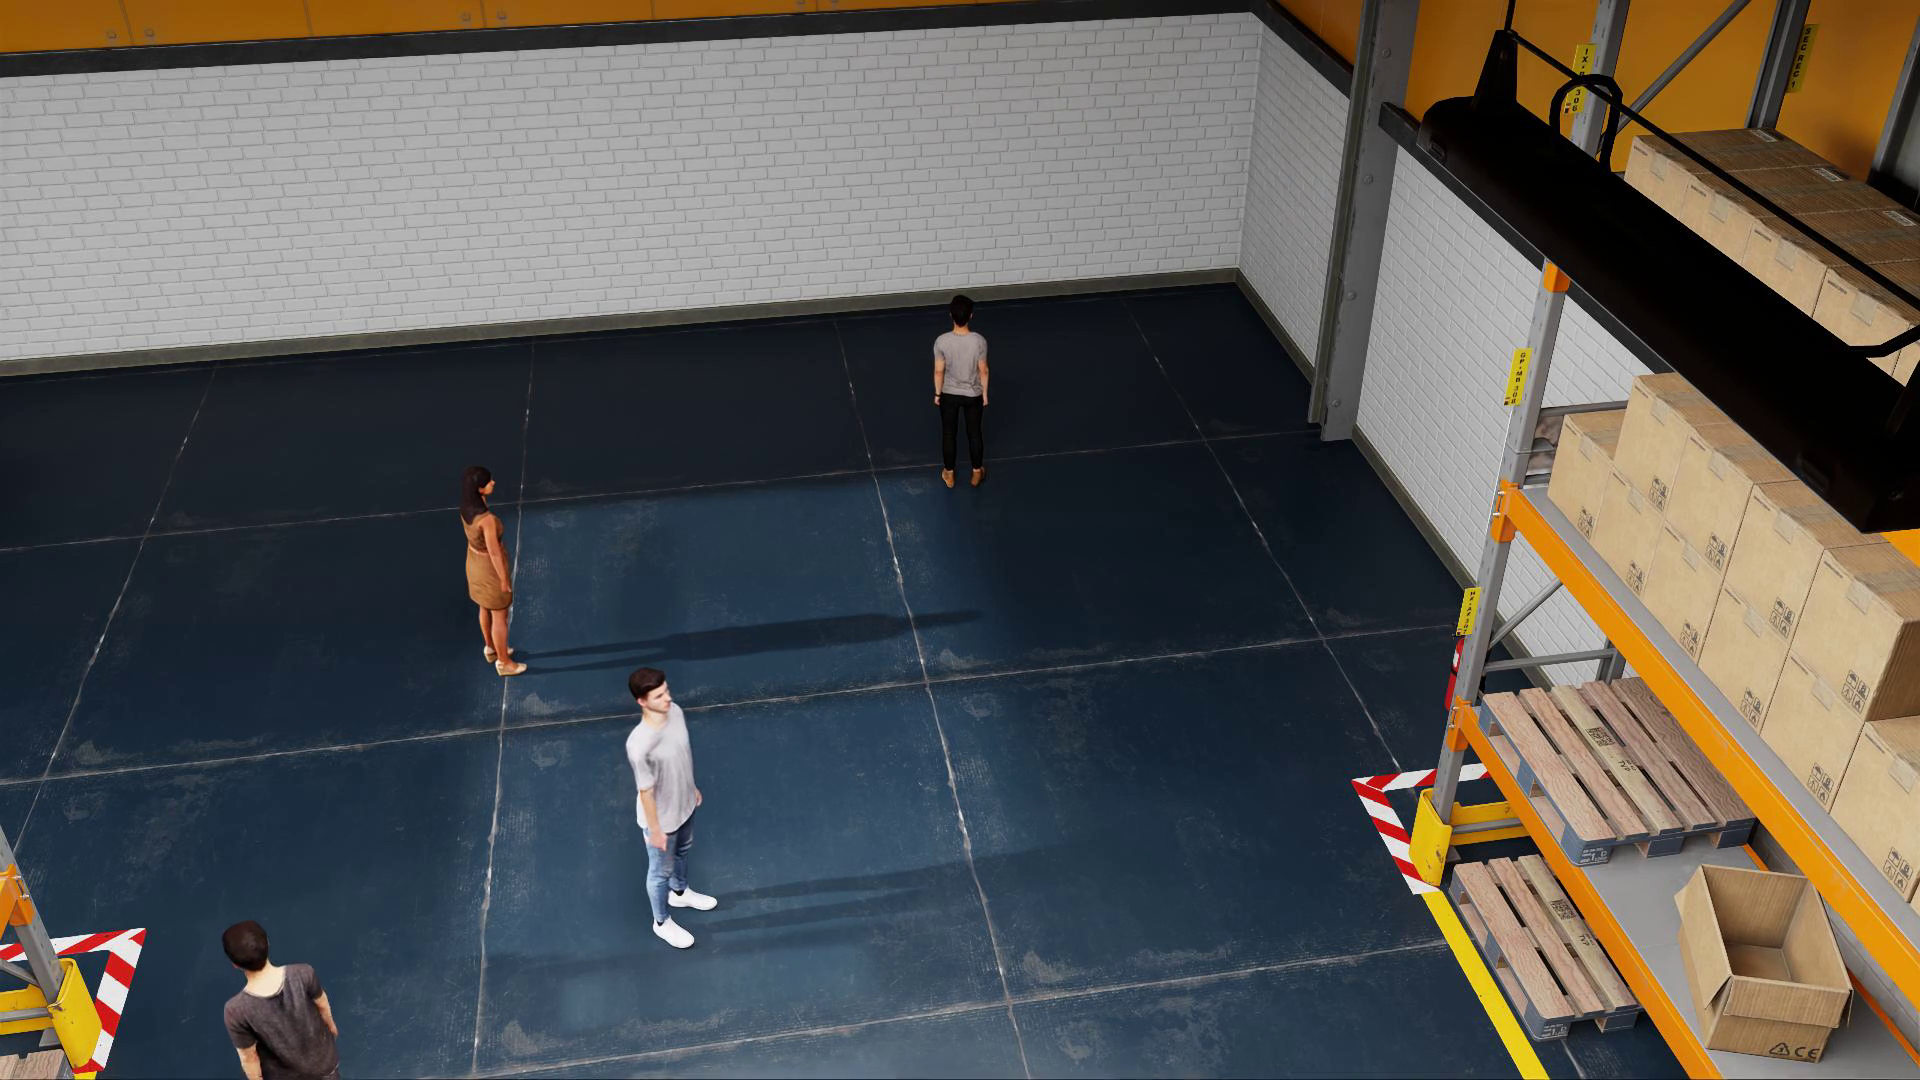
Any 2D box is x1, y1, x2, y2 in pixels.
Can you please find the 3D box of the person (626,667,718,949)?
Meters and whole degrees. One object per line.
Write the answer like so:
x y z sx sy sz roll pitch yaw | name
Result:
-1.693 1.508 9.579 0.816 1.890 0.680 10 35 15 | person

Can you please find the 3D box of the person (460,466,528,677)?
-3.315 0.220 11.710 0.689 1.675 0.581 -23 40 -31 | person

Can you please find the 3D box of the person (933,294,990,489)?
0.005 -1.237 13.860 0.642 1.721 0.576 0 34 0 | person

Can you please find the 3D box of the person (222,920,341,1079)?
-3.236 2.573 8.160 0.881 1.687 1.108 -19 38 -26 | person
